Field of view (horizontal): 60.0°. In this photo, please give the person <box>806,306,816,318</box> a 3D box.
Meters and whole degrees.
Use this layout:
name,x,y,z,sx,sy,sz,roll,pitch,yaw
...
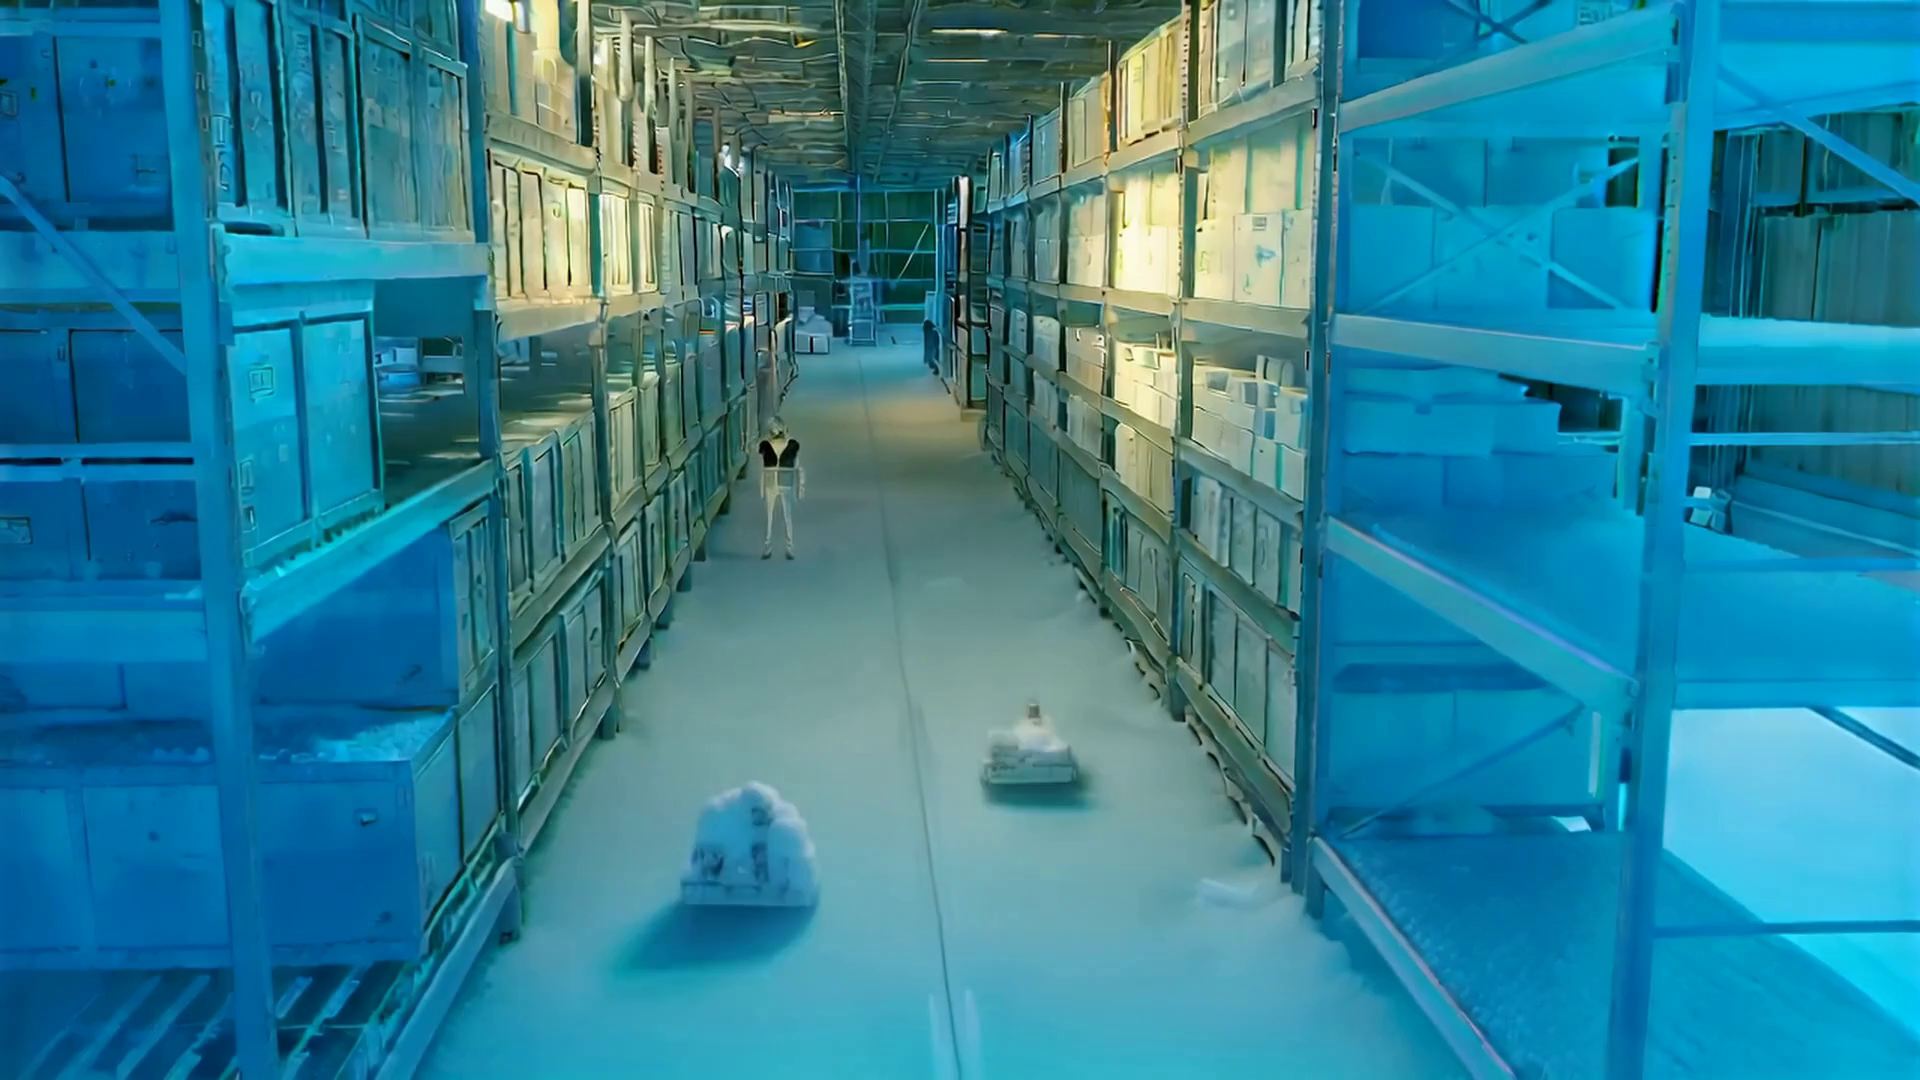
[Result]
name,x,y,z,sx,sy,sz,roll,pitch,yaw
person,-6.484,-9.283,72.776,0.542,1.928,0.399,8,13,41

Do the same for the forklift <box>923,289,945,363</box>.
name,x,y,z,sx,sy,sz,roll,pitch,yaw
forklift,-0.818,-8.143,63.109,1.129,2.768,1.873,-1,10,-3

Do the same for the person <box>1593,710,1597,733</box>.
name,x,y,z,sx,sy,sz,roll,pitch,yaw
person,4.988,0.648,13.617,0.655,1.879,0.867,0,10,2

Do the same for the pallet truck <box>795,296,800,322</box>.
name,x,y,z,sx,sy,sz,roll,pitch,yaw
pallet truck,-8.622,-12.439,91.403,1.885,1.965,0.823,2,10,13

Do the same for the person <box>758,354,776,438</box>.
name,x,y,z,sx,sy,sz,roll,pitch,yaw
person,-4.291,-3.098,36.030,0.991,1.853,0.666,0,10,0

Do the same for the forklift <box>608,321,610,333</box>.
name,x,y,z,sx,sy,sz,roll,pitch,yaw
forklift,-9.435,-5.300,46.124,1.129,2.768,1.873,-1,10,-4

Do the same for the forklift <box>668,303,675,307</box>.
name,x,y,z,sx,sy,sz,roll,pitch,yaw
forklift,-11.138,-8.438,64.870,1.873,2.768,1.129,-1,10,-4

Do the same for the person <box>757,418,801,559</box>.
name,x,y,z,sx,sy,sz,roll,pitch,yaw
person,-2.340,-0.673,21.565,0.564,1.846,0.393,-1,10,-4
